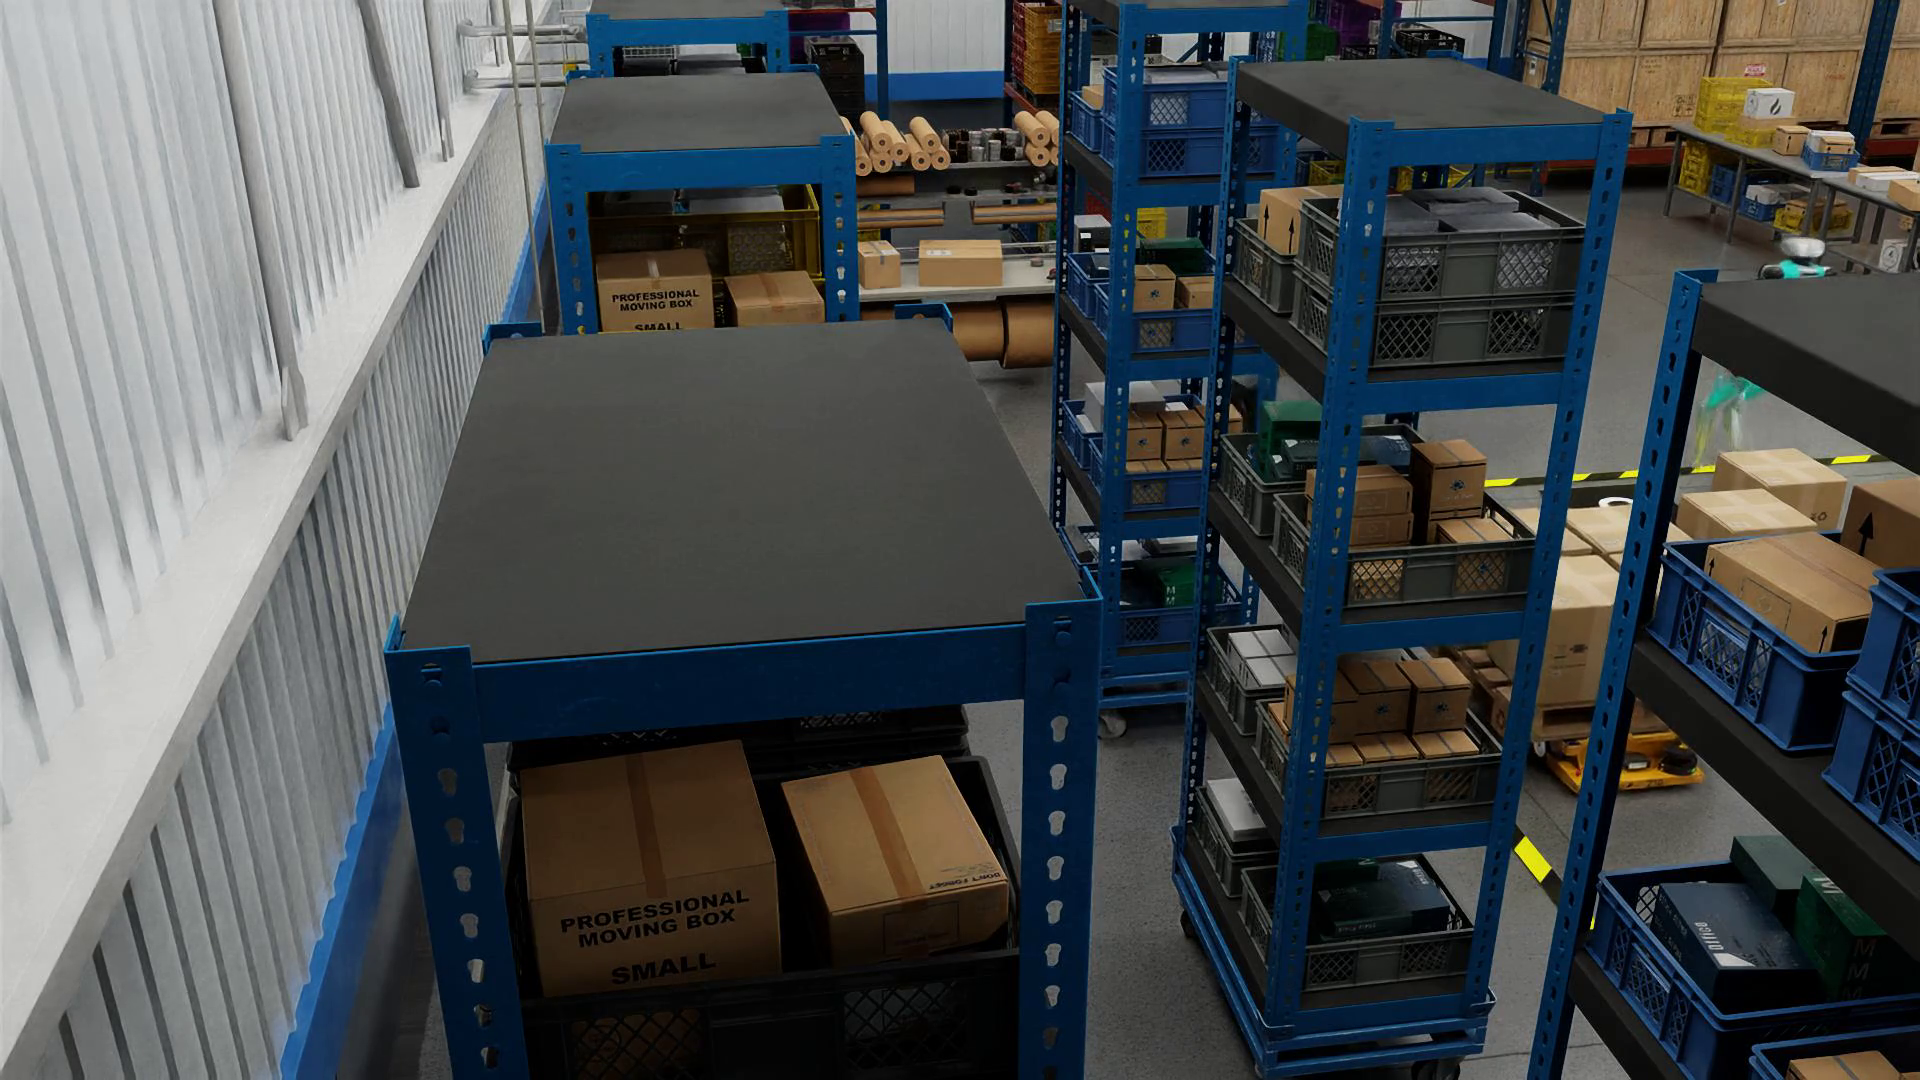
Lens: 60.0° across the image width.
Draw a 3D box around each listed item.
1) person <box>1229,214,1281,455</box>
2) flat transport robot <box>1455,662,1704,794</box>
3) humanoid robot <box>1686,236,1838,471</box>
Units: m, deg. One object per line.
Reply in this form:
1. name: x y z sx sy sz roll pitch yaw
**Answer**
1. person: 1.911 -1.286 11.221 0.583 1.831 0.610 -4 25 -8
2. flat transport robot: 3.115 0.812 8.501 0.652 0.197 1.431 -4 25 -8
3. humanoid robot: 5.355 -1.211 11.261 0.576 1.833 0.738 -5 25 -11
